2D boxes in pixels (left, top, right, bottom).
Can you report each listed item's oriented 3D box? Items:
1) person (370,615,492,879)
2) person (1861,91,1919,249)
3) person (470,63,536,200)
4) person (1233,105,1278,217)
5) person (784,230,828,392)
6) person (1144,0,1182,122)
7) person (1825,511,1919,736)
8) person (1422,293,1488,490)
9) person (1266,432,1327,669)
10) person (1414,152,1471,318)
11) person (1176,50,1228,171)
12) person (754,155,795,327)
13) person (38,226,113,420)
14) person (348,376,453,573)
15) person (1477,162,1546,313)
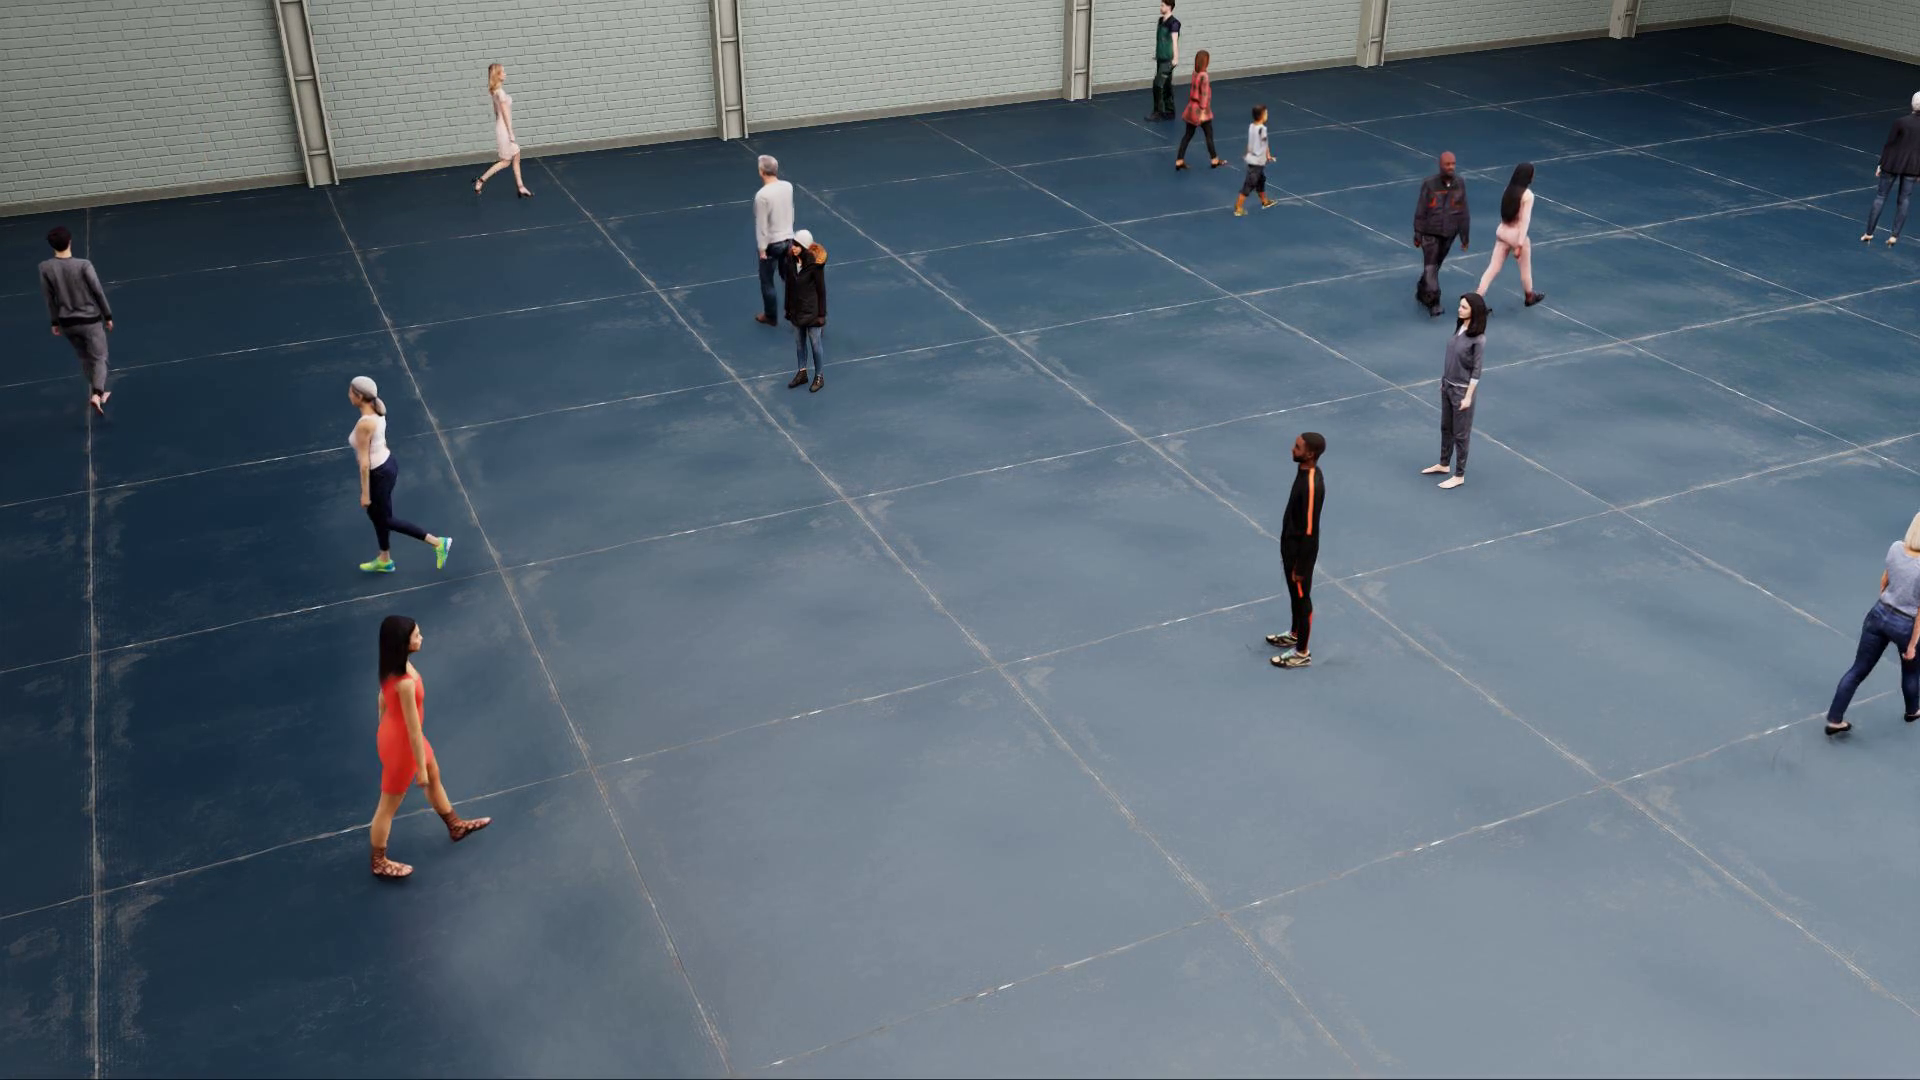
[{"bbox_3d":[-3.343,1.247,9.785,0.985,1.675,0.657,-14,31,-24],"label":"person"},{"bbox_3d":[10.511,-4.174,18.637,0.821,1.783,0.793,9,29,17],"label":"person"},{"bbox_3d":[-6.142,-5.381,22.089,1.053,1.809,0.629,-10,30,-19],"label":"person"},{"bbox_3d":[3.833,-4.988,21.763,0.999,1.420,0.582,-14,31,-24],"label":"person"},{"bbox_3d":[-1.519,-2.284,16.457,0.741,1.635,0.777,15,32,26],"label":"person"},{"bbox_3d":[3.306,-7.522,26.031,0.857,1.882,0.756,-9,29,-16],"label":"person"},{"bbox_3d":[6.122,0.595,11.004,1.064,1.680,0.587,-12,30,-21],"label":"person"},{"bbox_3d":[4.368,-1.321,14.511,0.570,1.765,0.631,-7,29,-13],"label":"person"},{"bbox_3d":[2.439,0.057,11.879,0.711,1.807,0.707,2,28,5],"label":"person"},{"bbox_3d":[5.272,-3.426,18.434,1.186,1.792,1.002,-4,28,-8],"label":"person"},{"bbox_3d":[3.288,-6.009,23.421,0.993,1.664,0.674,-10,30,-18],"label":"person"},{"bbox_3d":[-1.906,-3.171,17.848,1.062,1.893,1.112,20,34,33],"label":"person"},{"bbox_3d":[-8.382,-2.054,15.829,1.062,1.819,0.910,-6,29,-10],"label":"person"},{"bbox_3d":[-4.444,-0.465,12.992,1.087,1.682,0.833,-2,28,-4],"label":"person"},{"bbox_3d":[5.972,-3.252,18.250,1.165,1.658,0.635,-12,30,-21],"label":"person"}]
